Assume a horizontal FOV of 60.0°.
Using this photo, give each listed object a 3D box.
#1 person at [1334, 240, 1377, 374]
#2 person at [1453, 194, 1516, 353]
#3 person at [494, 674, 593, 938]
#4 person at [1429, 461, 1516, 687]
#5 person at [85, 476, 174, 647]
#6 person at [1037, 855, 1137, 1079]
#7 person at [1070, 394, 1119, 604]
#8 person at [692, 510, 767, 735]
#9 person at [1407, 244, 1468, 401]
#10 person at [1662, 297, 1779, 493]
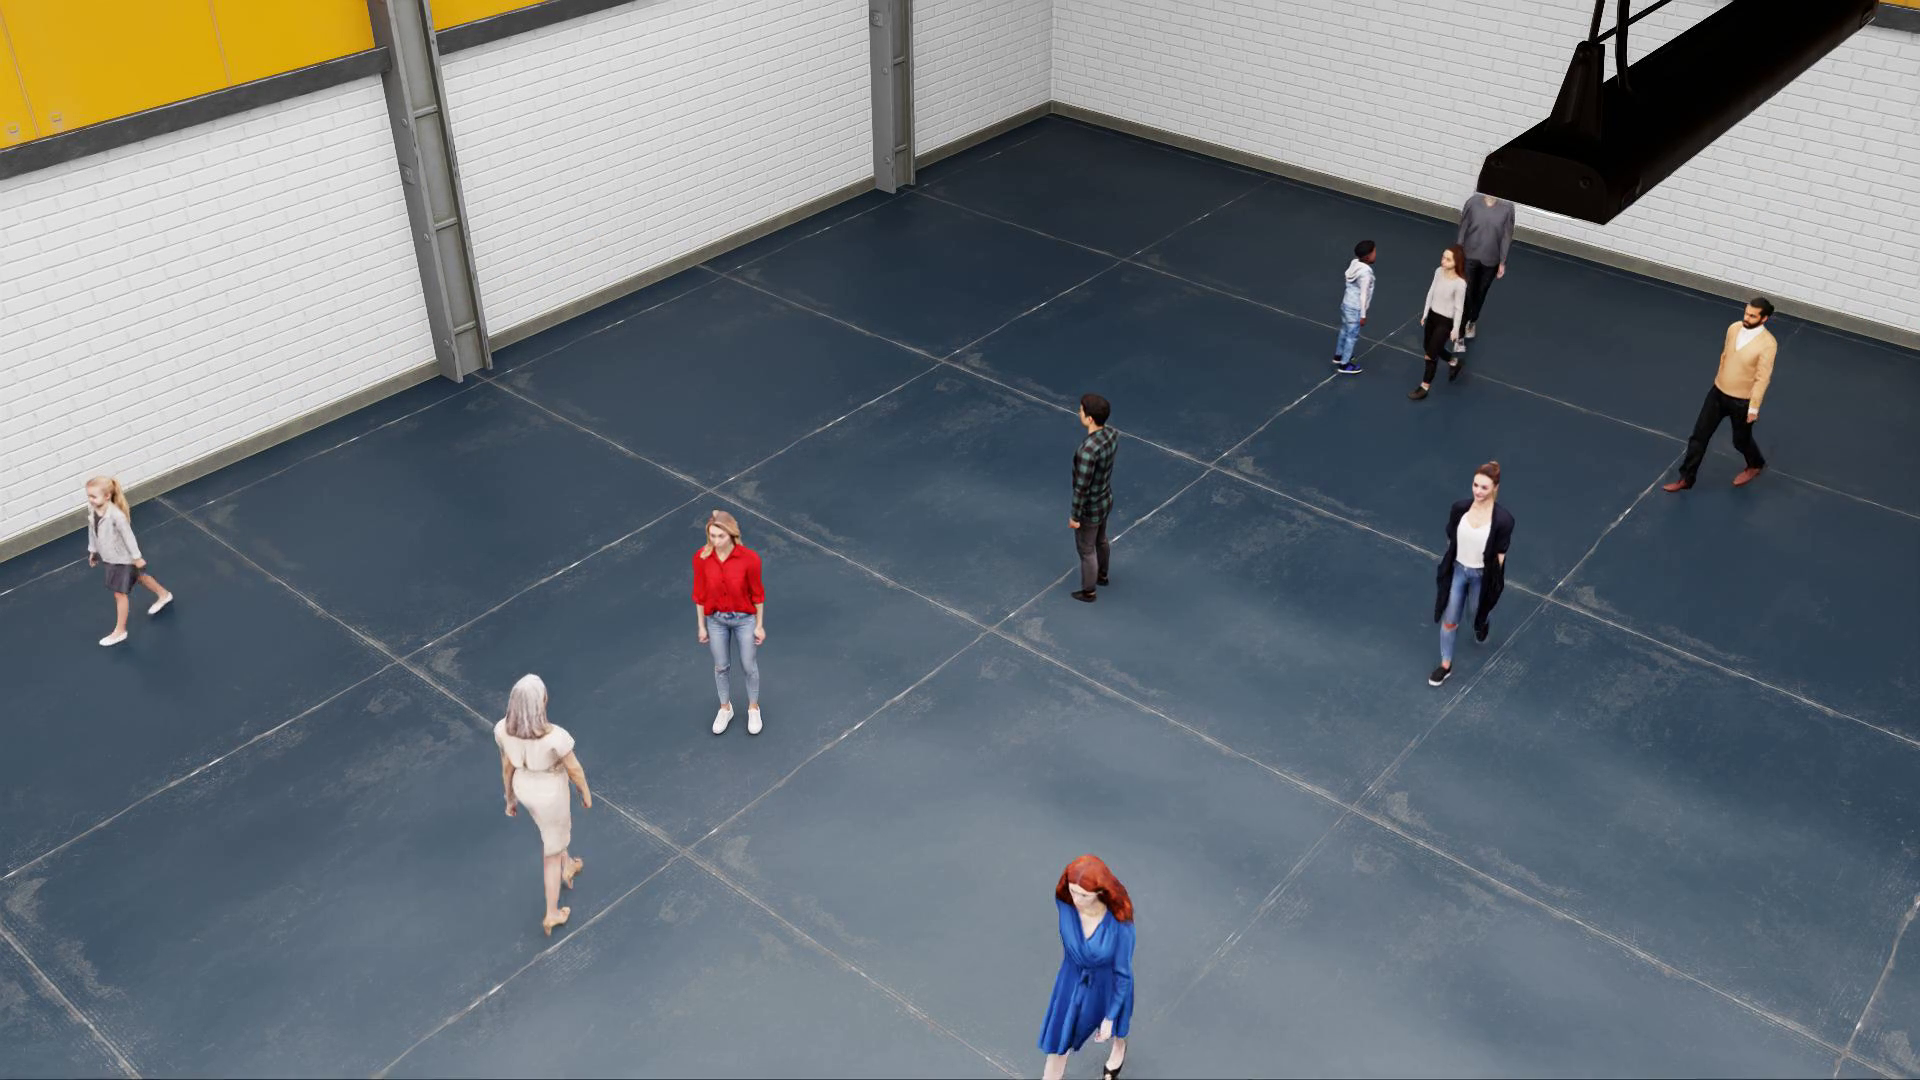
[{"bbox_3d":[3.627,-2.161,15.272,0.622,1.255,0.564,-3,34,-5],"label":"person"},{"bbox_3d":[4.895,-2.669,15.614,0.952,1.723,1.147,6,34,8],"label":"person"},{"bbox_3d":[-2.352,1.535,9.295,0.801,1.717,0.934,8,34,12],"label":"person"},{"bbox_3d":[3.528,0.202,11.347,0.644,1.665,0.962,24,40,31],"label":"person"},{"bbox_3d":[-5.974,0.076,11.916,0.557,1.246,0.896,20,39,28],"label":"person"},{"bbox_3d":[0.737,2.171,8.286,0.754,1.774,1.175,18,37,24],"label":"person"},{"bbox_3d":[0.968,-0.296,12.162,0.755,1.707,0.555,17,37,23],"label":"person"},{"bbox_3d":[-1.485,0.529,10.820,0.681,1.704,0.711,1,34,1],"label":"person"},{"bbox_3d":[4.324,-1.955,14.770,0.944,1.468,0.757,-16,37,-22],"label":"person"},{"bbox_3d":[6.284,-1.151,13.324,1.253,1.730,0.992,-15,36,-21],"label":"person"}]
